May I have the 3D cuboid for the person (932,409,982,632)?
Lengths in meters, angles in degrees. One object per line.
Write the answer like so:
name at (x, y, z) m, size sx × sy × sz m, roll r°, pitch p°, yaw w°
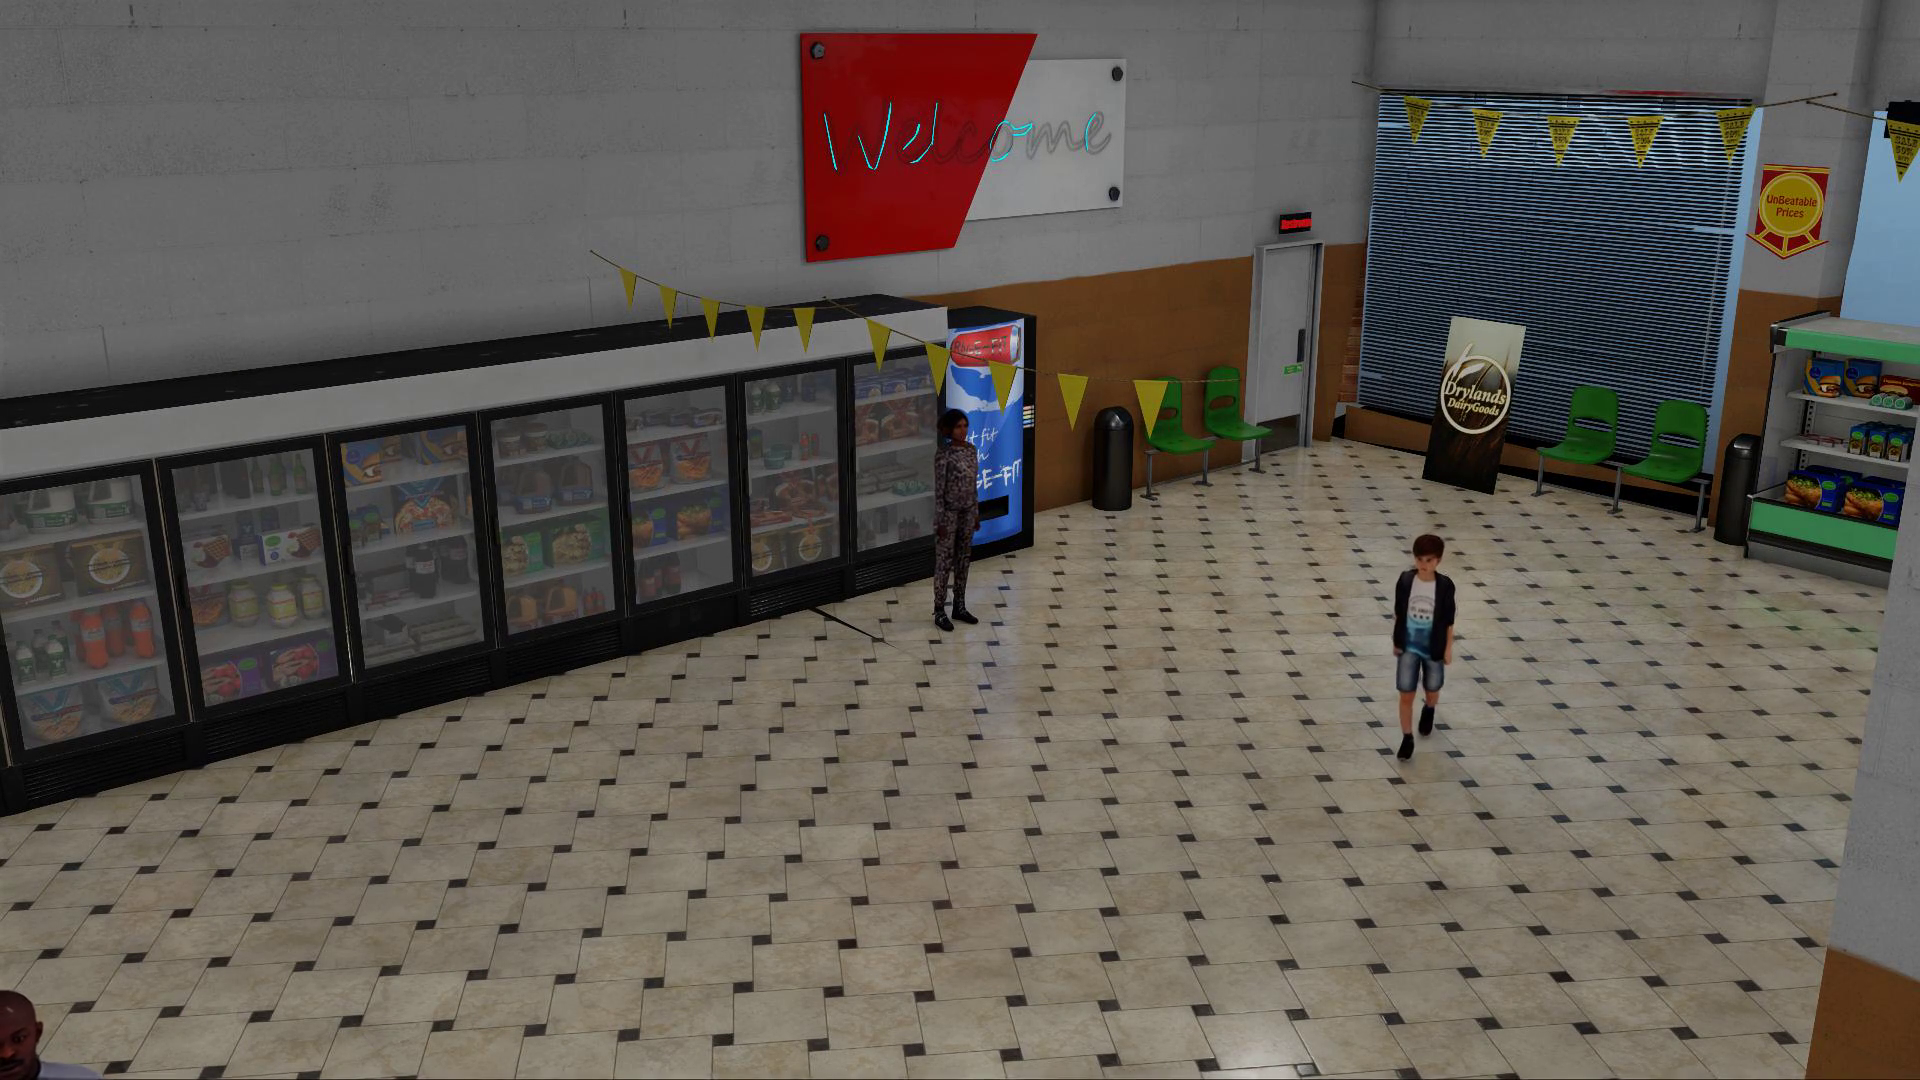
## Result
person at (-0.035, -0.169, 12.818) m, size 0.564 × 1.713 × 0.550 m, roll -13°, pitch 21°, yaw -36°

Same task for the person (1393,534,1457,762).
person at (2.961, 0.659, 10.592) m, size 0.936 × 1.424 × 0.871 m, roll 7°, pitch 18°, yaw 21°
